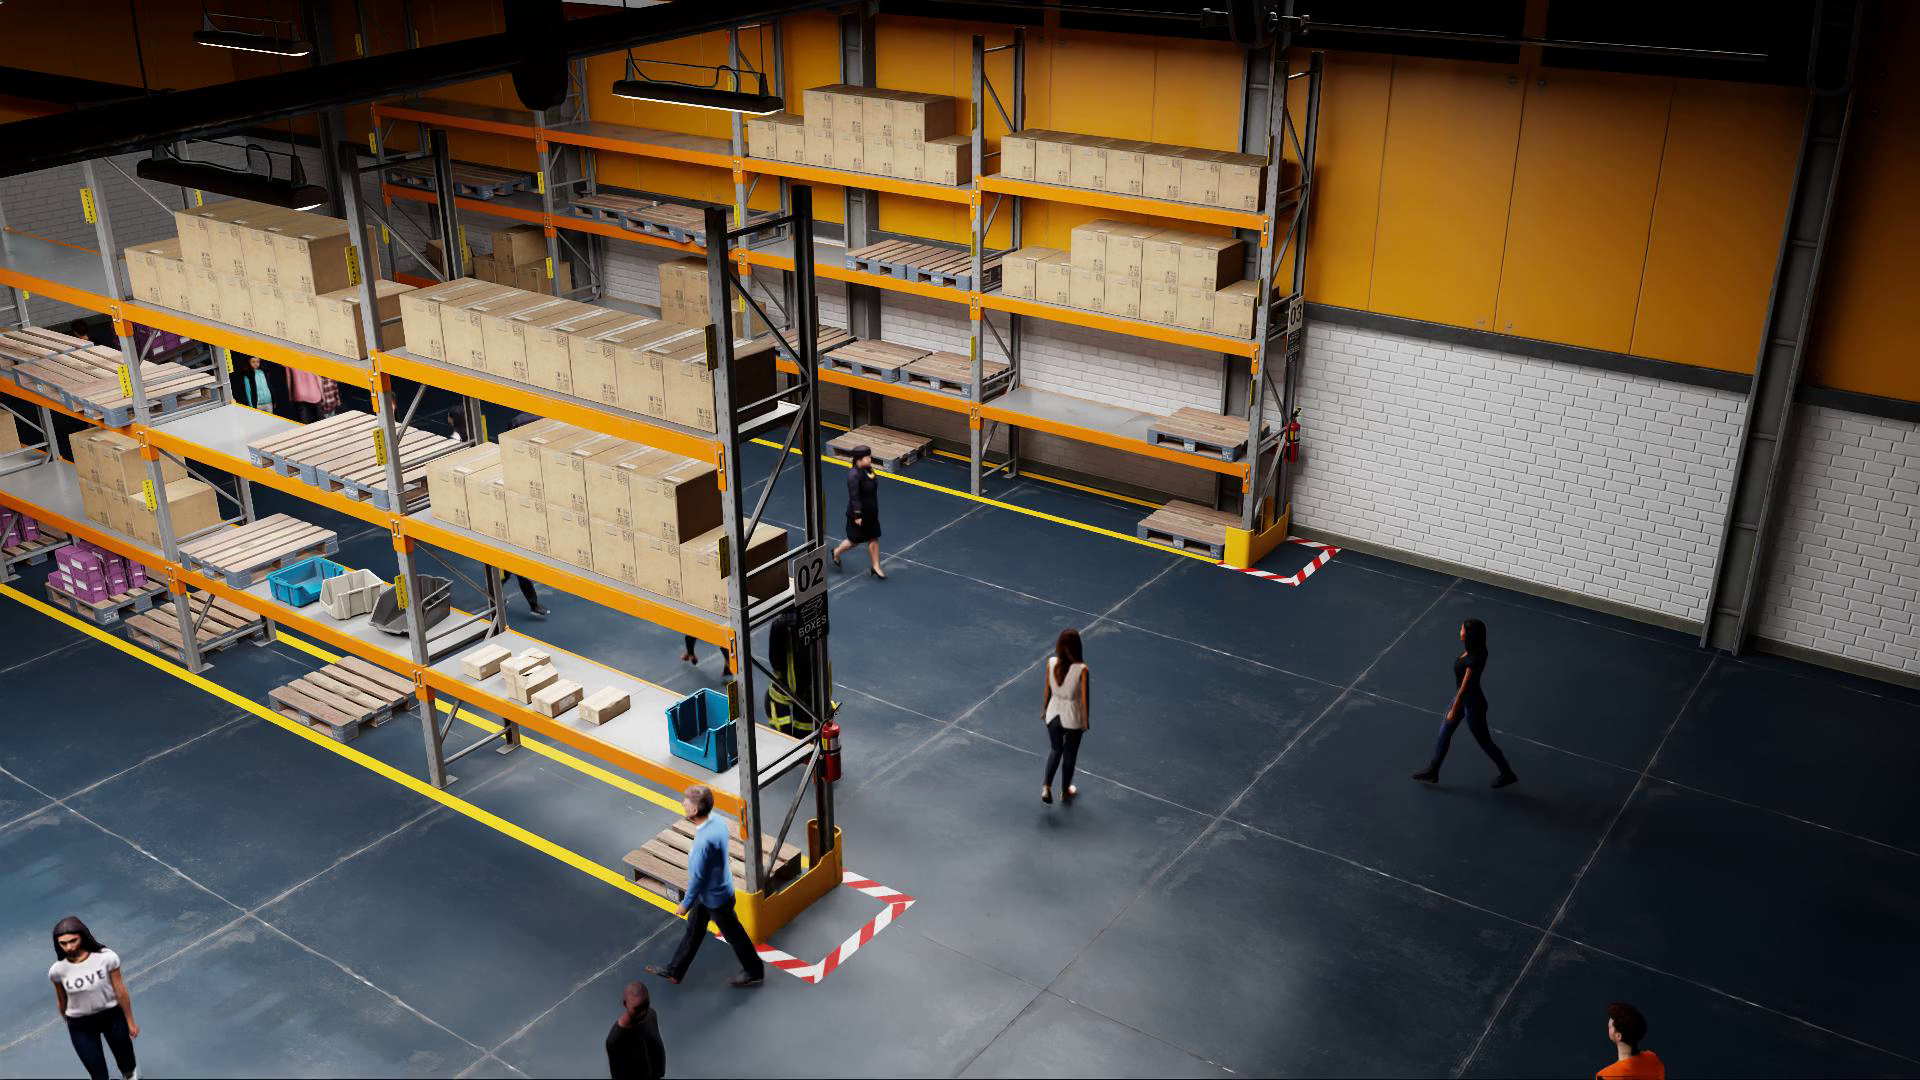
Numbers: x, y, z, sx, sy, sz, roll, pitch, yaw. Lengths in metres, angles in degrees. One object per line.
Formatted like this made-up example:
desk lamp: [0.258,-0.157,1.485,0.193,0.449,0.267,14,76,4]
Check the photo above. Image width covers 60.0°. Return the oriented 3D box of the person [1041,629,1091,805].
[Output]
person: [0.910,1.661,15.087,0.761,1.775,0.722,13,27,27]

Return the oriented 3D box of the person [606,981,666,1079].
person: [-2.088,3.569,10.756,0.565,1.747,0.615,12,26,26]

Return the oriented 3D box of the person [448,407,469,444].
person: [-6.121,-0.807,20.750,1.010,1.760,0.829,5,24,11]

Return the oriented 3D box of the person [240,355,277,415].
person: [-9.987,-1.971,23.737,0.559,1.500,0.560,16,29,33]

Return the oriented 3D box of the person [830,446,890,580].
person: [-1.229,-0.318,19.773,1.053,1.648,0.760,12,26,25]

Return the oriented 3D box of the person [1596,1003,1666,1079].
person: [4.152,3.764,10.186,0.923,1.848,1.076,-12,26,-26]

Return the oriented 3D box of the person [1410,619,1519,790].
person: [4.809,1.585,15.374,1.251,1.685,0.858,5,24,12]

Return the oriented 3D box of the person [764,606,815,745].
person: [-1.556,1.252,15.927,0.832,1.852,0.803,-19,30,-37]

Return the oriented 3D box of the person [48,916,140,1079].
person: [-5.894,3.283,11.398,0.866,1.758,1.034,-11,26,-23]

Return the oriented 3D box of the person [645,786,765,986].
person: [-1.788,2.698,12.736,1.205,1.758,1.122,-3,24,-7]
